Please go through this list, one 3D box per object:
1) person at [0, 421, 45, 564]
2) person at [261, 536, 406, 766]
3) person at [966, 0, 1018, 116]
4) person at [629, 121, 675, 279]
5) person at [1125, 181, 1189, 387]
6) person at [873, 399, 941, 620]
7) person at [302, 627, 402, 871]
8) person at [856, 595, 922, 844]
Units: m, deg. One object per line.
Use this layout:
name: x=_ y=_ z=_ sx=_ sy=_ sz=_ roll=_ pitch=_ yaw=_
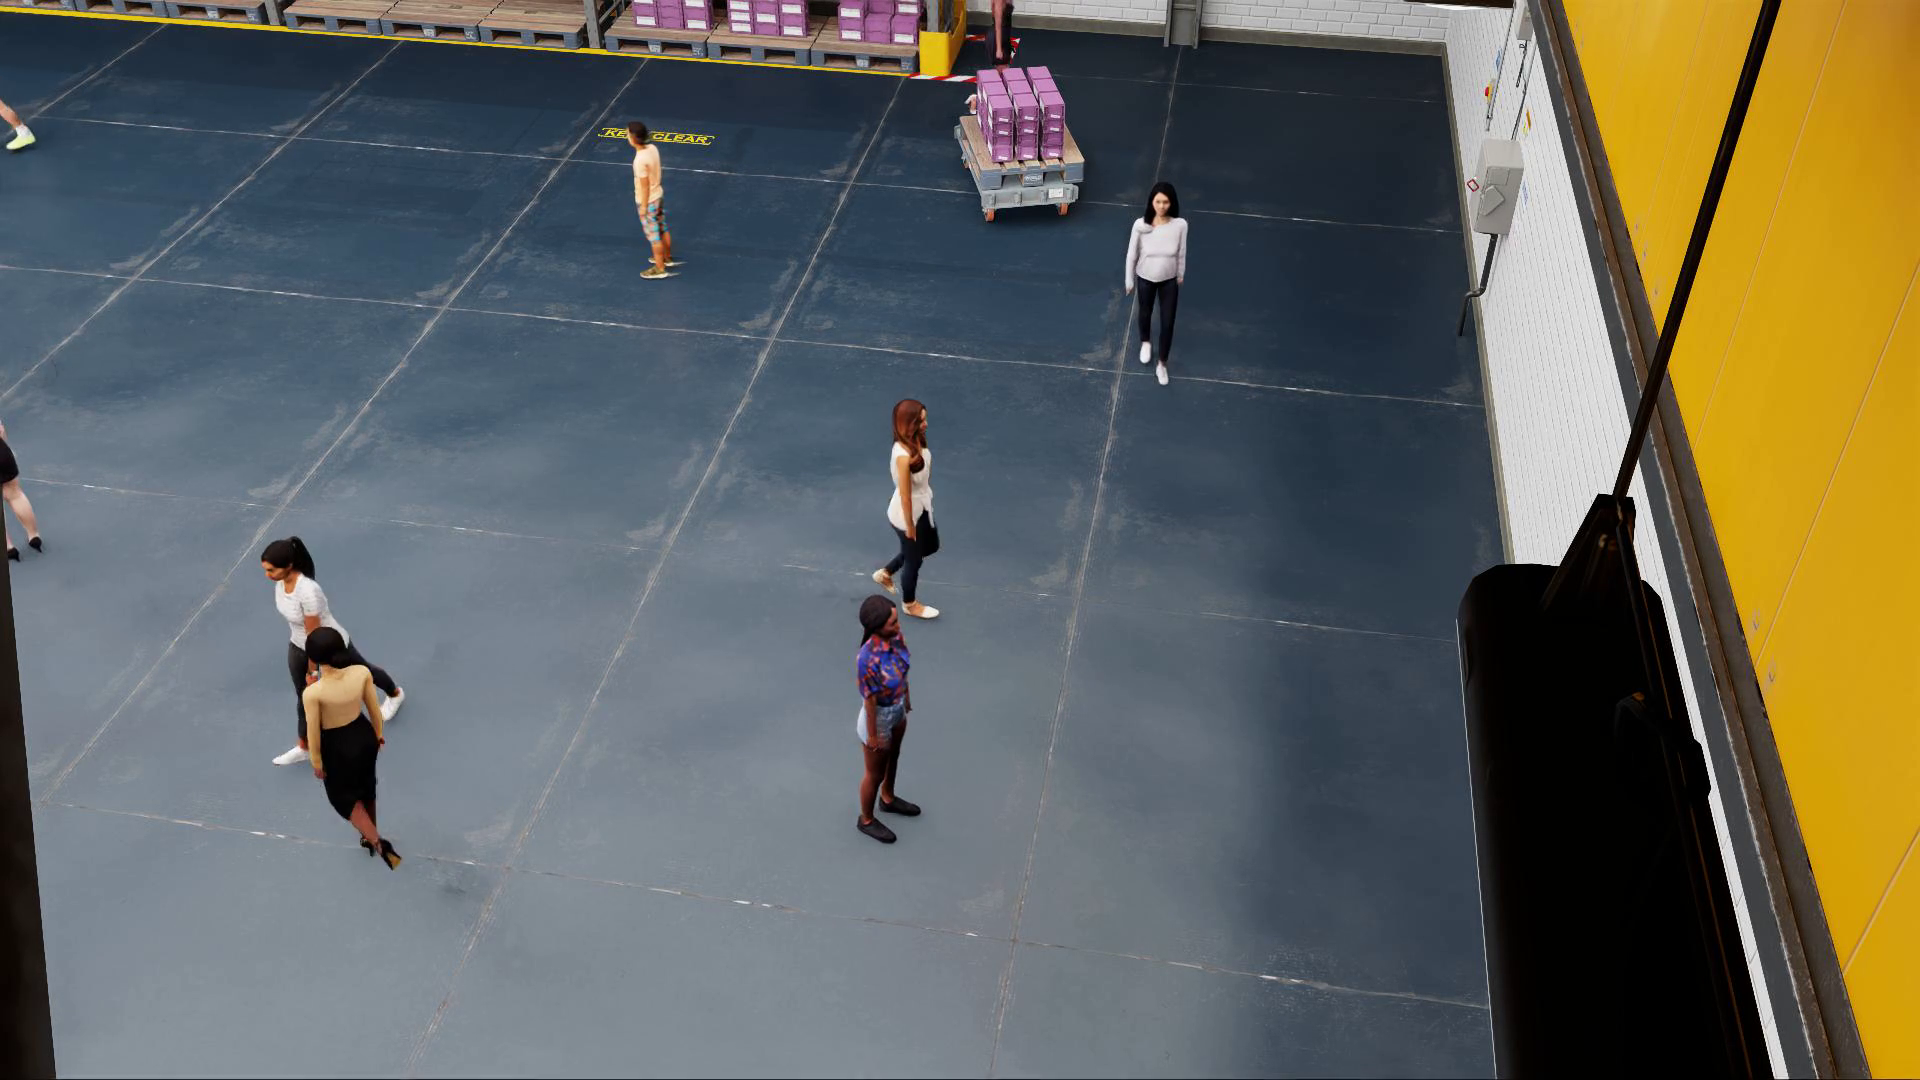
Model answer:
person: x=-6.782 y=-0.557 z=11.536 sx=0.690 sy=1.650 sz=0.670 roll=29 pitch=47 yaw=31
person: x=-3.811 y=0.599 z=10.133 sx=1.146 sy=1.593 sz=1.027 roll=26 pitch=45 yaw=29
person: x=0.319 y=-5.098 z=17.122 sx=0.755 sy=1.775 sz=0.588 roll=4 pitch=39 yaw=5
person: x=-2.753 y=-3.042 z=14.799 sx=0.477 sy=1.460 sz=0.523 roll=7 pitch=39 yaw=9
person: x=1.601 y=-2.170 z=13.536 sx=0.828 sy=1.675 sz=0.751 roll=2 pitch=39 yaw=3
person: x=-0.412 y=-0.206 z=10.995 sx=0.693 sy=1.777 sz=0.620 roll=7 pitch=39 yaw=9
person: x=-3.379 y=1.225 z=9.319 sx=0.956 sy=1.632 sz=0.865 roll=25 pitch=45 yaw=28
person: x=-0.458 y=1.007 z=9.501 sx=0.615 sy=1.745 sz=0.642 roll=16 pitch=41 yaw=19
